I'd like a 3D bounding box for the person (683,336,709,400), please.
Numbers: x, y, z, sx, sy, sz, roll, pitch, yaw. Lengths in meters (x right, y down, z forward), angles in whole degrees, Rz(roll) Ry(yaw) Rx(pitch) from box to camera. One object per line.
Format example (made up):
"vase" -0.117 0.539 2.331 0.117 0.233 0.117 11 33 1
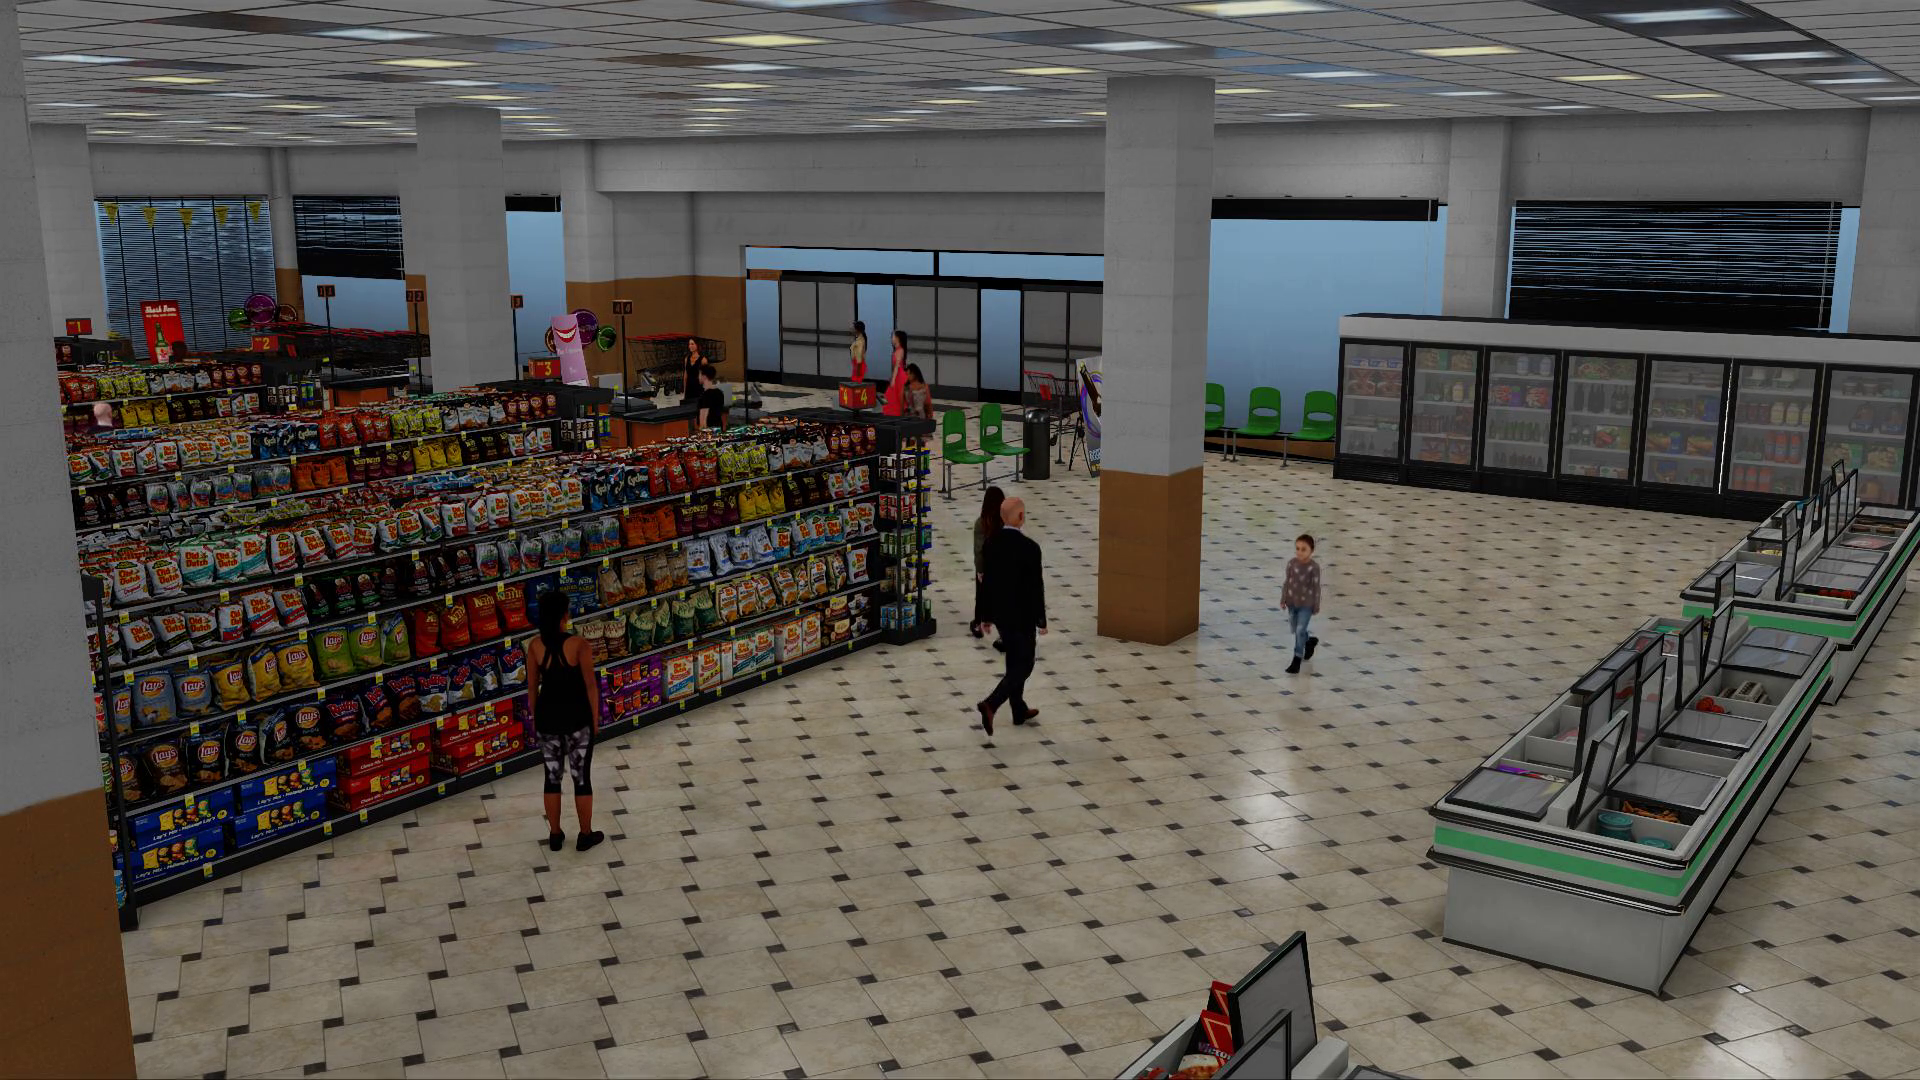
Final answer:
"person" -4.045 -2.205 25.555 0.617 1.834 0.582 5 13 23

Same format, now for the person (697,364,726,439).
"person" -3.052 -1.264 20.965 0.884 1.883 0.838 3 12 12

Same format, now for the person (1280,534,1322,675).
"person" 2.923 0.527 14.167 0.533 1.181 0.821 10 16 40

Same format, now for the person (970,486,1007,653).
"person" 0.331 0.277 14.710 0.935 1.445 0.974 -3 12 -13

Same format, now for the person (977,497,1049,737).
"person" 0.369 0.588 12.419 0.735 1.782 1.093 9 15 37

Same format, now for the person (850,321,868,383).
"person" -1.679 -2.934 29.145 0.967 1.781 0.973 0 12 0

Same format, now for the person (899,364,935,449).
"person" -0.634 -1.703 23.662 0.838 1.632 0.898 -3 12 -13

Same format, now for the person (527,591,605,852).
"person" -2.449 1.104 10.265 0.657 1.659 0.663 1 12 6
